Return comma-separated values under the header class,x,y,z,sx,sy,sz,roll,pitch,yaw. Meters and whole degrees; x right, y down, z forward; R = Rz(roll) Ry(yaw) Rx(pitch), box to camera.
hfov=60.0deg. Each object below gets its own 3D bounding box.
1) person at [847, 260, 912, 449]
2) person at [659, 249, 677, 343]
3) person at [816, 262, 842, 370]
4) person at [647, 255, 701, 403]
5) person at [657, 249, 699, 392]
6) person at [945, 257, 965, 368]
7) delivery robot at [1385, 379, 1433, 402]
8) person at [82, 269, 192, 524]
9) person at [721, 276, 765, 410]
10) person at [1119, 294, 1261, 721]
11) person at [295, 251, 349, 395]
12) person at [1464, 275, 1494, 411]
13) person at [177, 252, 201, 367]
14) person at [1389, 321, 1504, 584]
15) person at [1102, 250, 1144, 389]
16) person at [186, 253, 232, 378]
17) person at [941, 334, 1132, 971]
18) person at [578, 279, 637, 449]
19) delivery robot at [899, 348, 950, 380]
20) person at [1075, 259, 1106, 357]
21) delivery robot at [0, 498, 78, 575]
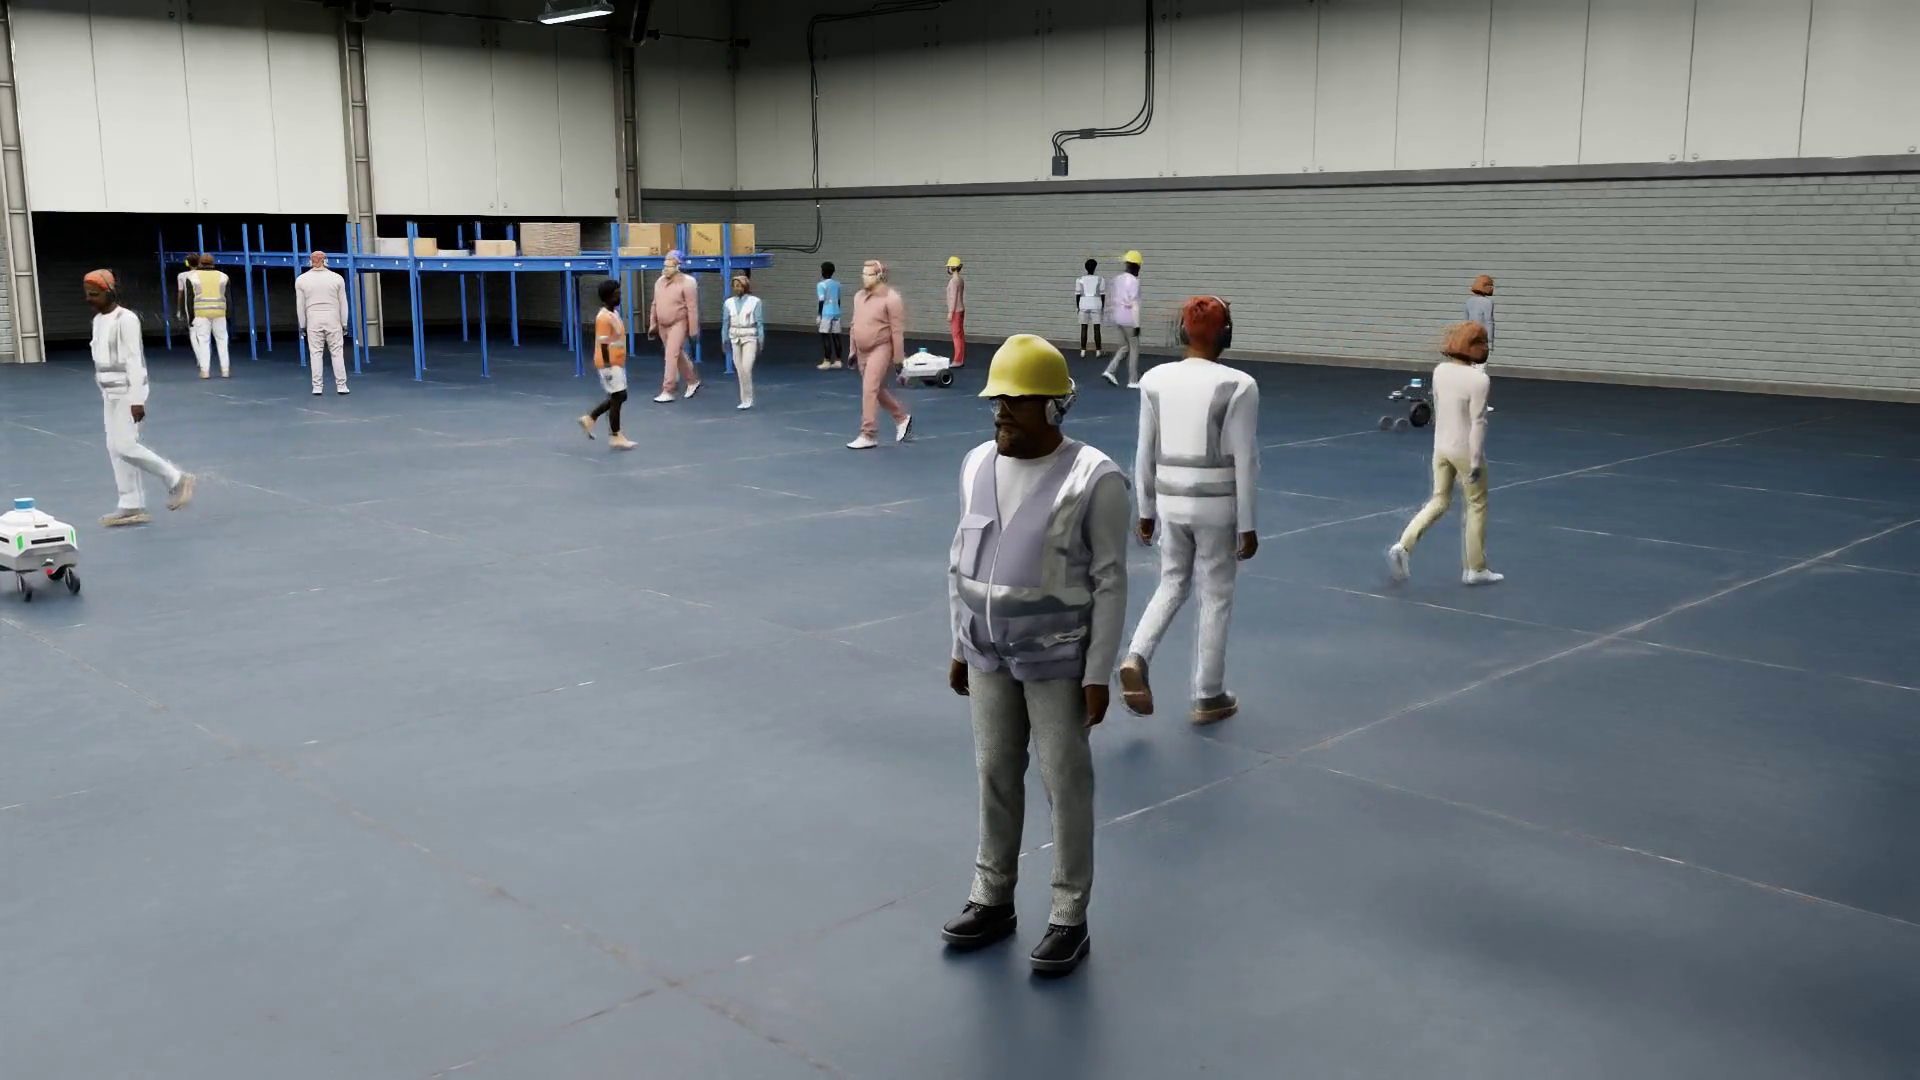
class,x,y,z,sx,sy,sz,roll,pitch,yaw
person,-0.808,-1.886,16.779,0.872,1.875,0.639,-9,14,-40
person,-5.515,-4.689,32.028,0.986,1.885,0.563,9,14,40
person,-2.075,-3.550,26.321,0.317,1.695,0.540,8,13,36
person,-3.660,-2.740,21.450,0.639,1.866,0.946,8,13,36
person,-3.851,-3.024,22.841,0.615,1.920,0.895,5,12,26
person,-0.083,-3.645,26.654,0.312,1.769,0.522,3,11,15
delivery robot,4.998,-1.646,18.210,0.699,0.223,0.335,-5,11,-23
person,-6.085,-1.057,12.251,0.611,1.870,0.562,9,13,39
person,-2.660,-2.379,20.128,0.544,1.619,0.561,4,11,22
person,0.983,-0.115,7.141,0.585,1.870,0.646,8,13,38
person,-8.477,-2.892,22.160,0.636,1.911,0.405,-3,11,-17
person,6.291,-2.385,20.142,0.268,1.631,0.507,-3,11,-18
person,-12.364,-3.722,26.891,0.523,1.841,0.867,-6,12,-29
person,2.977,-0.521,10.056,0.698,1.608,0.504,-5,12,-25
person,2.319,-3.037,22.960,0.546,1.911,0.610,-4,11,-20
person,-11.192,-3.345,24.817,0.631,1.841,0.429,-7,13,-34
person,0.197,0.323,4.833,0.591,1.833,0.403,8,13,36
person,-3.517,-1.746,16.518,0.521,1.677,0.540,0,10,-1
delivery robot,-0.513,-2.446,23.268,0.707,0.478,0.477,-5,11,-28
person,2.270,-4.027,28.924,0.534,1.697,0.322,2,11,9
delivery robot,-5.595,-0.008,9.979,0.707,0.478,0.477,10,14,42
